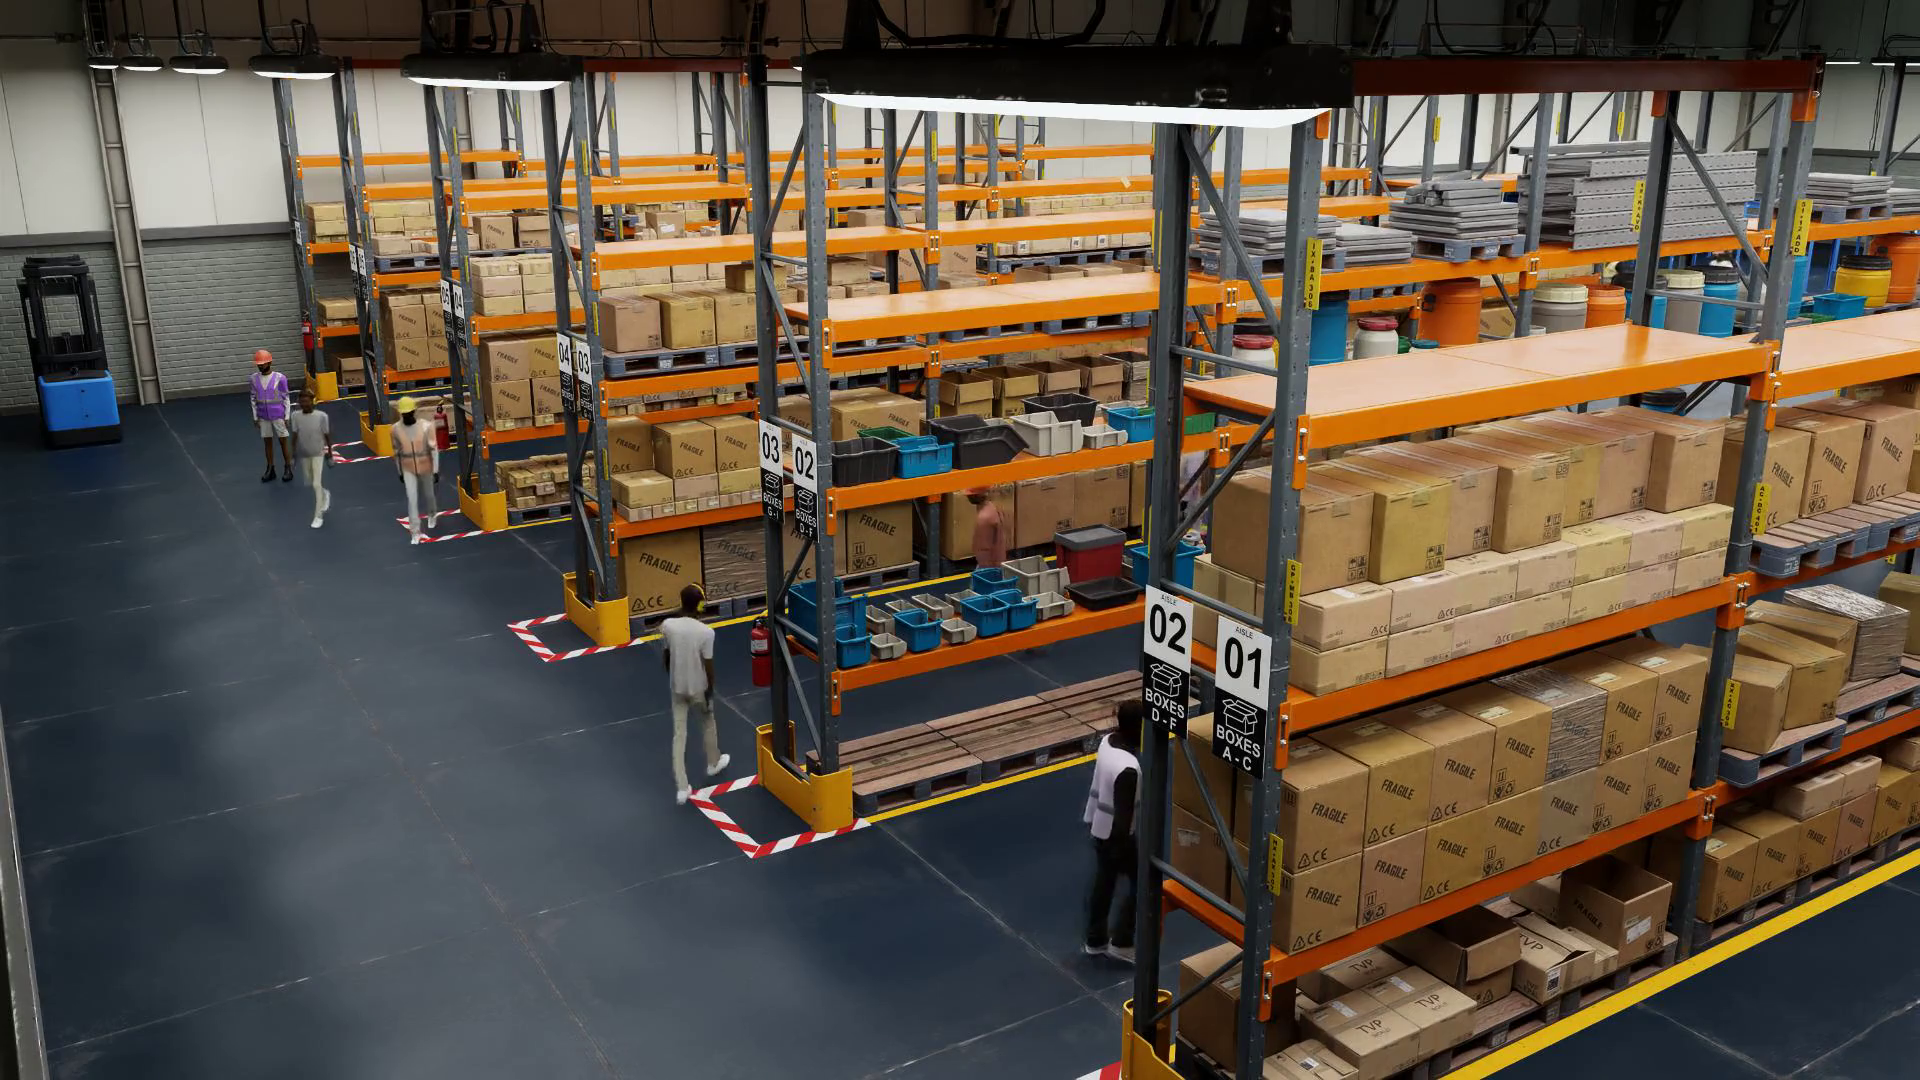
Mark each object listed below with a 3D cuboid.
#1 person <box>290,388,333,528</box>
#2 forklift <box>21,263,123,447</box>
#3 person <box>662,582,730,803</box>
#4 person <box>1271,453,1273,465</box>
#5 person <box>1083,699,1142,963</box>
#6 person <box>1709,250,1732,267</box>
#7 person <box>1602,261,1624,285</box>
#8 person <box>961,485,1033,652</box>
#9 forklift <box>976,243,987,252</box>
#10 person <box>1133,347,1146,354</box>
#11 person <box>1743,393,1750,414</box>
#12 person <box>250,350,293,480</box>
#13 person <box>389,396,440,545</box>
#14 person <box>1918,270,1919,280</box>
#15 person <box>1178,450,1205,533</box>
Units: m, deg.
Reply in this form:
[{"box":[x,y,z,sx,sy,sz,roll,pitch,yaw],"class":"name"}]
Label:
[{"box":[-8.616,-1.143,21.038,0.525,1.849,0.782,0,17,1],"class":"person"},{"box":[-14.518,-3.079,25.708,1.129,2.768,1.873,-10,20,-31],"class":"forklift"},{"box":[-2.245,1.224,13.307,0.541,1.824,0.895,3,17,10],"class":"person"},{"box":[4.176,-0.785,20.243,0.461,1.615,0.514,-8,19,-24],"class":"person"},{"box":[1.127,1.974,10.740,0.566,1.889,0.593,-4,17,-12],"class":"person"},{"box":[17.070,-5.651,35.575,1.056,1.996,0.627,-4,17,-12],"class":"person"},{"box":[15.013,-5.926,36.763,0.802,1.815,0.640,-6,18,-19],"class":"person"},{"box":[0.378,0.238,16.359,0.972,1.947,0.663,-1,17,-3],"class":"person"},{"box":[0.988,-5.474,34.718,1.214,2.155,2.313,-10,20,-31],"class":"forklift"},{"box":[2.431,-1.960,23.658,0.782,1.897,0.569,1,17,3],"class":"person"},{"box":[10.753,-1.234,21.723,0.747,1.614,0.520,-8,19,-25],"class":"person"},{"box":[-10.091,-1.824,23.110,0.551,1.936,0.357,0,17,-1],"class":"person"},{"box":[-7.023,-0.970,20.414,0.583,1.884,0.962,-4,17,-13],"class":"person"},{"box":[20.674,-5.090,34.355,0.508,1.618,0.615,14,22,38],"class":"person"},{"box":[2.616,-0.549,19.170,0.932,1.799,0.627,-10,20,-30],"class":"person"}]
